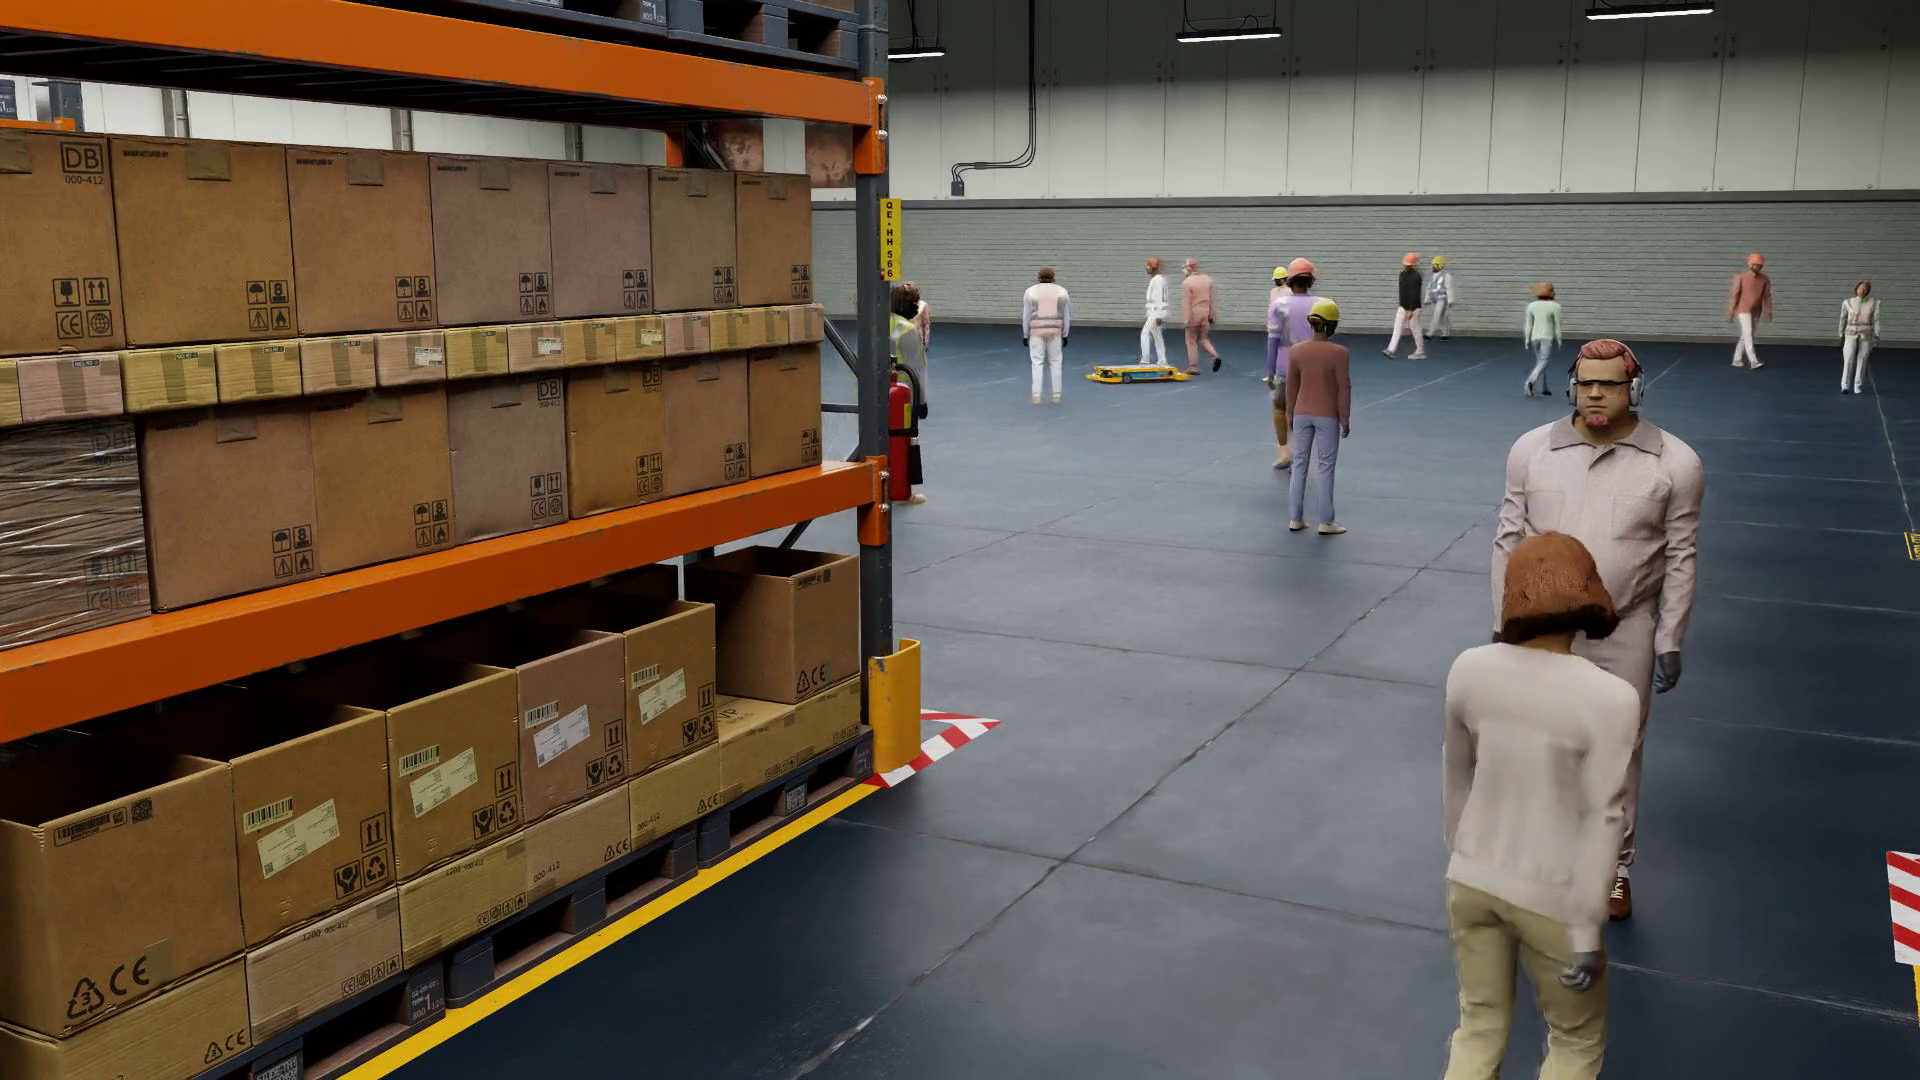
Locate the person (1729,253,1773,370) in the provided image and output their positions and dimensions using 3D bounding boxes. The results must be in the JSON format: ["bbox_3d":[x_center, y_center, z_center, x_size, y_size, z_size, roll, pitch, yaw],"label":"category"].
[{"bbox_3d":[13.359,-3.855,28.065,0.637,1.936,1.067,-1,10,-8],"label":"person"}]

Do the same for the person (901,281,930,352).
[{"bbox_3d":[-0.660,-2.619,22.122,0.523,1.638,0.310,2,11,11],"label":"person"}]

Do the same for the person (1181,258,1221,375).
[{"bbox_3d":[3.835,-3.569,26.664,0.673,1.874,0.589,-9,14,-42],"label":"person"}]

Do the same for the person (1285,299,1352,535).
[{"bbox_3d":[2.710,-0.927,12.548,0.532,1.767,0.328,9,14,41],"label":"person"}]

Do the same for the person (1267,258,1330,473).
[{"bbox_3d":[3.164,-1.627,15.641,0.628,2.023,0.585,-1,10,-3],"label":"person"}]

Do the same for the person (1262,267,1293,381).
[{"bbox_3d":[4.895,-3.291,25.465,0.322,1.761,0.522,-7,13,-35],"label":"person"}]

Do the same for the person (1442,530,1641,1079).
[{"bbox_3d":[1.217,0.782,3.642,0.468,1.604,0.515,-8,13,-36],"label":"person"}]

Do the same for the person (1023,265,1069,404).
[{"bbox_3d":[1.143,-2.738,22.221,0.633,1.841,0.429,-1,10,-6],"label":"person"}]

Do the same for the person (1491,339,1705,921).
[{"bbox_3d":[2.072,0.295,5.504,0.639,1.908,0.409,5,12,28],"label":"person"}]

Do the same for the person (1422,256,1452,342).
[{"bbox_3d":[10.009,-5.047,34.926,0.906,1.791,0.621,-4,11,-20],"label":"person"}]

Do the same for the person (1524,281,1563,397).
[{"bbox_3d":[8.081,-2.787,23.122,0.746,1.610,0.503,-8,13,-37],"label":"person"}]

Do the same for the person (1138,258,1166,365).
[{"bbox_3d":[3.131,-3.736,27.607,0.733,1.857,0.604,0,10,2],"label":"person"}]

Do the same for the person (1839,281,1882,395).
[{"bbox_3d":[12.643,-2.832,23.381,0.529,1.596,0.838,5,12,28],"label":"person"}]

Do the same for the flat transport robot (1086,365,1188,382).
[{"bbox_3d":[2.725,-2.570,25.588,1.431,0.197,0.652,-4,11,-20],"label":"flat transport robot"}]

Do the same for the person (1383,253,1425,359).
[{"bbox_3d":[8.044,-4.204,29.999,1.007,1.915,0.675,-5,12,-27],"label":"person"}]

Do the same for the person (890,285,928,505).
[{"bbox_3d":[-0.476,-1.192,13.820,0.447,1.830,0.661,-5,12,-27],"label":"person"}]
